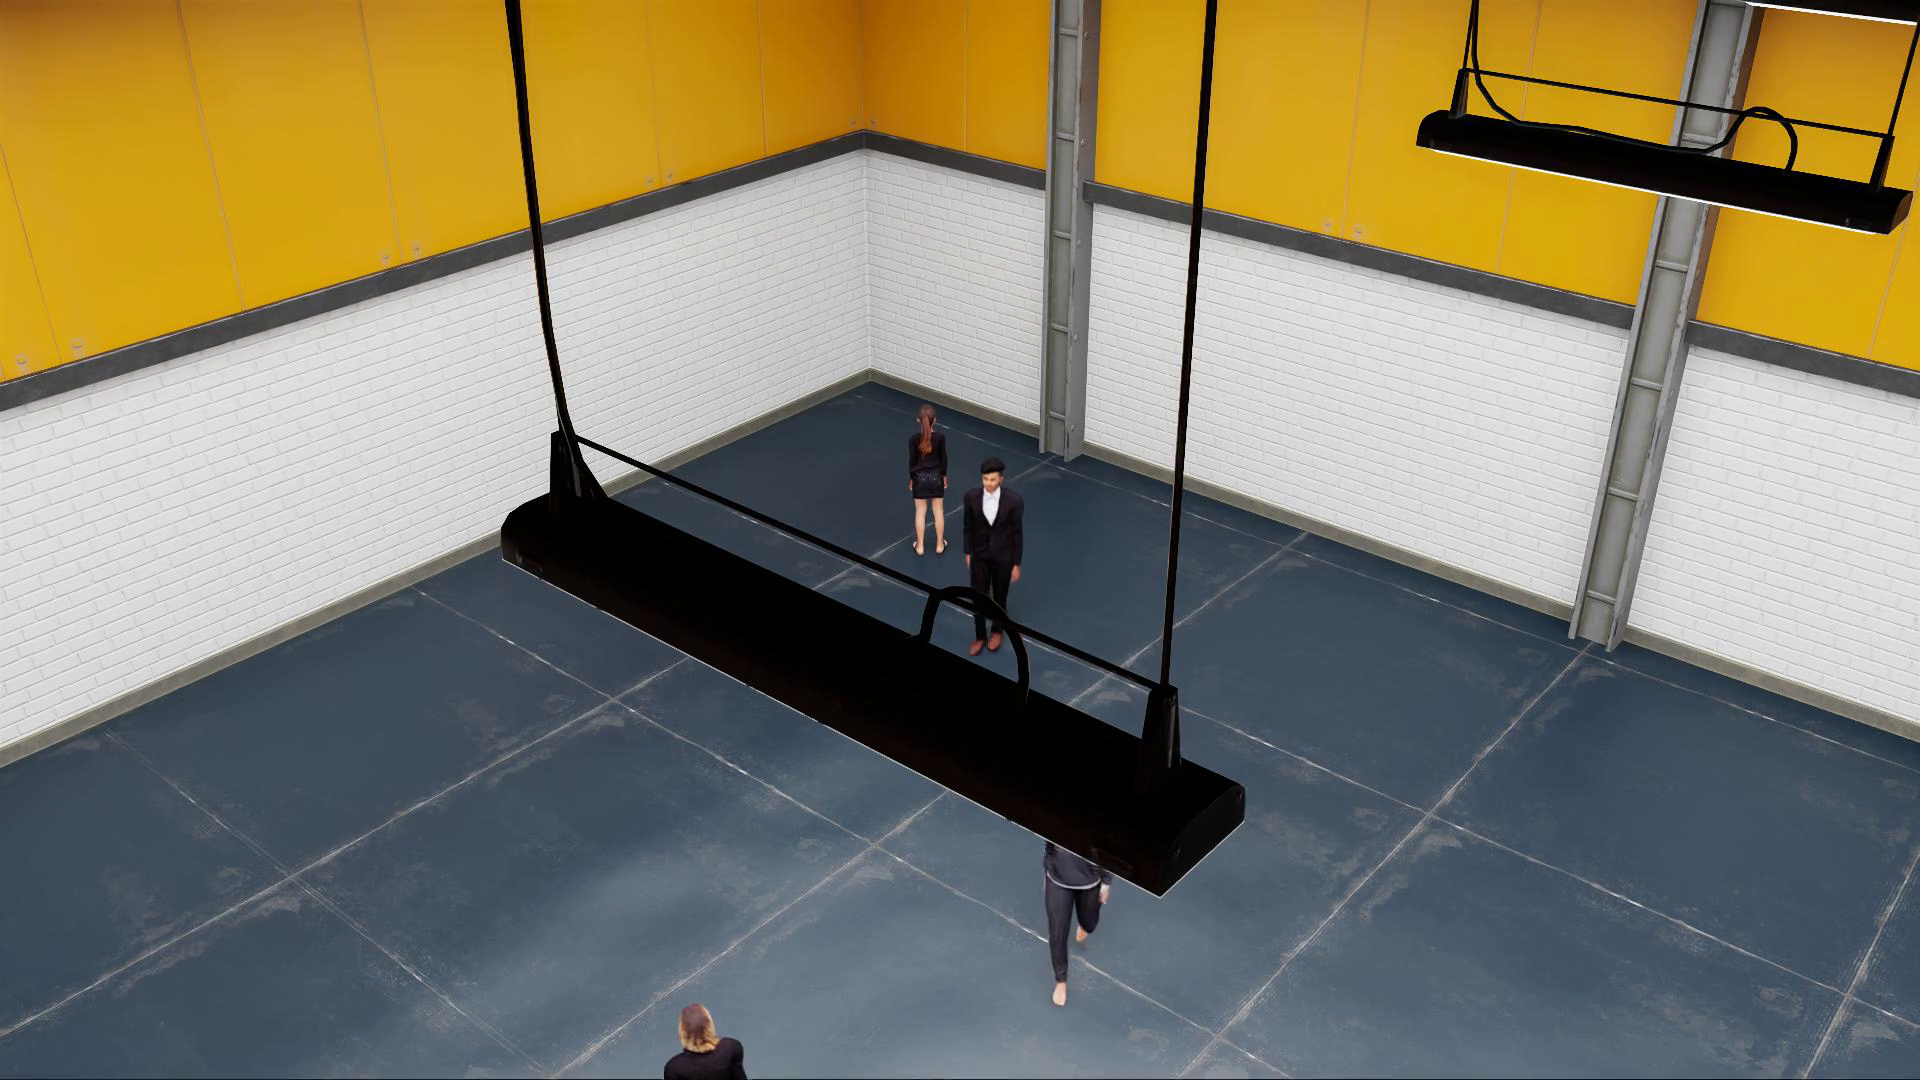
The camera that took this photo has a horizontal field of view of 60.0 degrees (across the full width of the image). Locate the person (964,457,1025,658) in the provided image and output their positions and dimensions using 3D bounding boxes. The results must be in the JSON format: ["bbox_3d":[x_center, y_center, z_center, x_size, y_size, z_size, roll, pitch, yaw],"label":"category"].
[{"bbox_3d":[0.324,0.094,14.436,0.815,1.857,0.904,5,29,10],"label":"person"}]

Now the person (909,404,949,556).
[{"bbox_3d":[-0.307,-0.589,16.003,0.645,1.556,0.705,-2,29,-4],"label":"person"}]

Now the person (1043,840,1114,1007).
[{"bbox_3d":[0.756,2.147,10.830,1.019,1.707,0.989,4,29,7],"label":"person"}]

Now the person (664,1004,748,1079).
[{"bbox_3d":[-1.307,3.197,8.955,0.780,1.659,0.877,-13,31,-22],"label":"person"}]
